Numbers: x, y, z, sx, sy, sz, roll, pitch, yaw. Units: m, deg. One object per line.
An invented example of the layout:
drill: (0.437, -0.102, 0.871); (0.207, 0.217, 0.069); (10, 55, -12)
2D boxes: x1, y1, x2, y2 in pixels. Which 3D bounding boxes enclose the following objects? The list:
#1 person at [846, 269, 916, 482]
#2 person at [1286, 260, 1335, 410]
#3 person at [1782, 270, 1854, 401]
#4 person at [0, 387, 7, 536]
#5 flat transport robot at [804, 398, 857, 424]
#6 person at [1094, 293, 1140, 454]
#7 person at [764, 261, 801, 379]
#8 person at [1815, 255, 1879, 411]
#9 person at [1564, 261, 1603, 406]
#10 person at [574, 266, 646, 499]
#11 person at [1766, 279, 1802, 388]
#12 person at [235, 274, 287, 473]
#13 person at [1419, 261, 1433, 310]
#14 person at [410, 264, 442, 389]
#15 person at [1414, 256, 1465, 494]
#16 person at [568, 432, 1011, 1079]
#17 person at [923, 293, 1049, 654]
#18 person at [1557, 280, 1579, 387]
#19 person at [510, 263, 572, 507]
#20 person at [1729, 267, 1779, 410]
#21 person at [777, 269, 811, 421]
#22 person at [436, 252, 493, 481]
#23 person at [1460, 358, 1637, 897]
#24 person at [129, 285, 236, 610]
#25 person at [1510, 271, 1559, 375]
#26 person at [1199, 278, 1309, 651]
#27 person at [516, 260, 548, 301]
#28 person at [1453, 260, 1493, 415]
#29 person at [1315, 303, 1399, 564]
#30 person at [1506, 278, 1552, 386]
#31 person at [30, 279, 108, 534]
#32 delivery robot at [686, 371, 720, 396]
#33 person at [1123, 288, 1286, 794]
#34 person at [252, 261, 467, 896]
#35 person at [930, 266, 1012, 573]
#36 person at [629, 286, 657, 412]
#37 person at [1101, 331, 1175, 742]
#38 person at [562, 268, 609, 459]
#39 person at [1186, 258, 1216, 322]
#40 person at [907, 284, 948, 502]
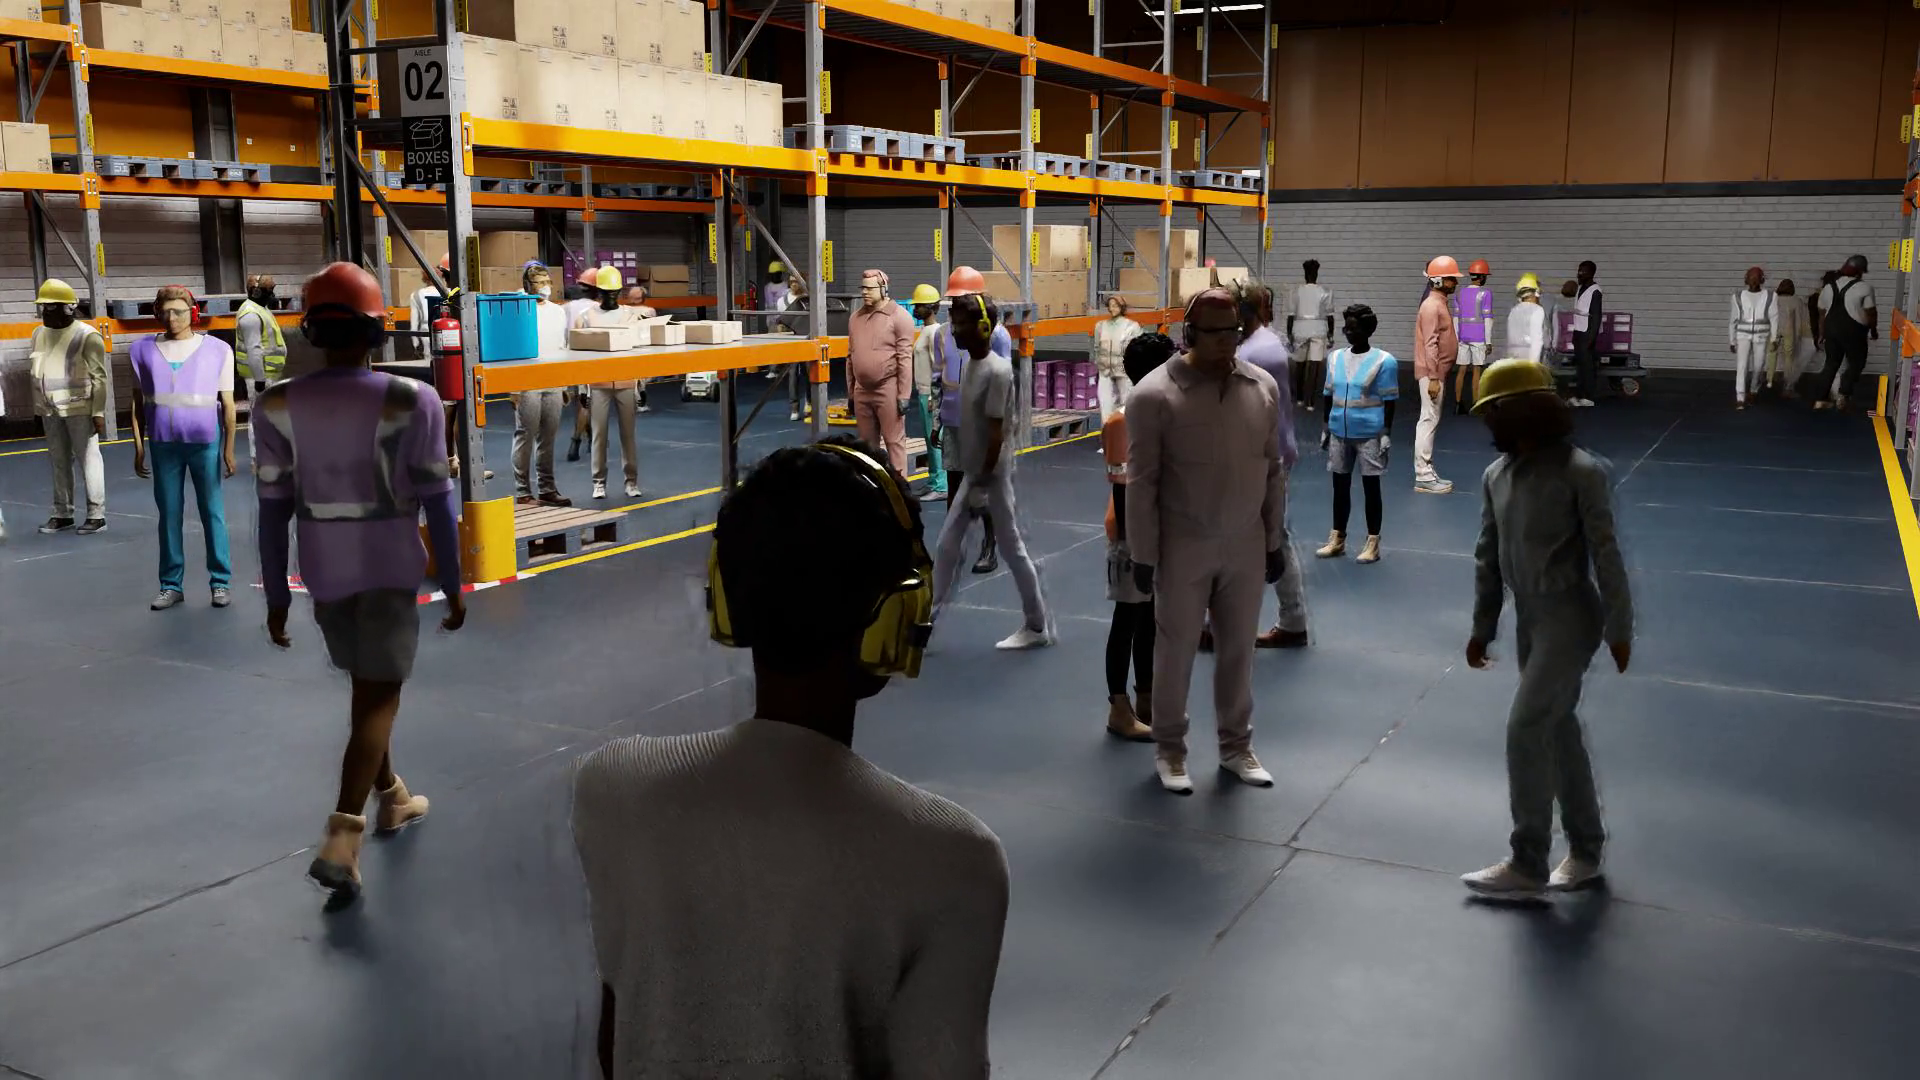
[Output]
person: (-0.651, -1.162, 13.037); (0.636, 1.900, 0.402); (7, 12, 35)
person: (4.584, -2.678, 21.724); (0.607, 1.924, 0.960); (3, 10, 17)
person: (11.852, -2.814, 22.932); (0.646, 1.796, 0.907); (-6, 11, -30)
person: (-6.918, -0.842, 11.435); (0.537, 1.803, 0.645); (3, 10, 15)
flat transport robot: (-1.352, -1.551, 19.970); (0.652, 0.197, 1.431); (2, 10, 12)
person: (1.624, -1.702, 16.956); (0.521, 1.620, 0.677); (5, 11, 29)
person: (-2.900, -3.583, 27.029); (0.593, 1.898, 0.828); (5, 11, 25)
person: (11.391, -2.675, 21.360); (0.604, 2.000, 0.699); (-5, 11, -28)
person: (8.301, -2.723, 22.060); (0.381, 1.894, 0.596); (-1, 10, -3)
person: (-2.870, -1.293, 13.728); (0.582, 1.918, 0.393); (-3, 10, -17)
person: (12.340, -3.092, 24.953); (0.507, 1.631, 0.276); (7, 12, 34)
person: (-6.438, -1.530, 15.360); (0.430, 1.833, 0.632); (-2, 10, -14)
person: (7.420, -3.431, 26.144); (0.408, 1.903, 0.638); (2, 10, 10)
person: (-6.519, -2.486, 20.733); (0.623, 1.879, 0.385); (-1, 10, -5)
person: (4.042, -1.399, 14.108); (0.382, 1.995, 0.612); (4, 10, 20)
person: (-0.166, 0.809, 1.791); (0.547, 1.840, 0.758); (4, 10, 19)
person: (0.054, -0.308, 8.295); (0.961, 1.816, 0.551); (-4, 11, -24)
person: (9.111, -3.092, 25.006); (0.612, 1.621, 0.508); (-4, 10, -21)
person: (-3.337, -1.210, 13.174); (0.376, 1.940, 0.629); (6, 12, 32)
person: (10.346, -2.637, 21.710); (0.579, 1.855, 0.877); (4, 11, 24)
person: (-1.948, -2.378, 20.241); (0.560, 1.830, 0.663); (-1, 10, -4)
person: (-4.457, -1.549, 14.836); (0.379, 2.044, 0.607); (-8, 13, -40)
person: (1.808, 0.286, 5.245); (0.635, 1.692, 0.564); (-2, 10, -14)
person: (-4.419, -0.530, 9.509); (0.567, 1.845, 0.389); (-2, 10, -12)
person: (7.174, -2.454, 20.785); (0.603, 1.799, 0.758); (3, 10, 15)
person: (1.426, -0.377, 8.501); (0.835, 1.895, 0.658); (0, 10, 3)
person: (-5.068, -2.351, 19.799); (0.648, 1.934, 0.433); (9, 13, 42)
person: (6.399, -2.506, 20.683); (0.376, 1.935, 0.550); (-7, 12, -34)
person: (2.595, -0.693, 10.884); (0.540, 1.695, 0.317); (10, 14, 44)
person: (5.693, -1.723, 16.622); (0.531, 1.770, 0.665); (-3, 10, -16)
person: (-6.430, -0.951, 11.975); (0.587, 1.835, 0.404); (3, 10, 14)
delivery robot: (-3.479, -2.211, 22.702); (0.477, 0.478, 0.707); (2, 10, 9)
person: (0.935, 0.009, 6.263); (0.653, 1.894, 0.401); (-4, 10, -20)
person: (-1.958, 0.110, 5.386); (0.616, 2.009, 1.036); (1, 10, 3)
person: (0.049, -0.754, 10.538); (0.553, 1.935, 0.362); (5, 11, 26)
person: (-4.057, -2.381, 20.891); (0.514, 1.614, 0.655); (4, 11, 24)
person: (0.790, -0.021, 6.986); (0.318, 1.700, 0.535); (7, 12, 35)
person: (-3.701, -1.746, 16.489); (0.563, 1.878, 1.016); (1, 10, 8)
person: (3.753, -3.411, 25.956); (1.038, 1.925, 0.742); (-4, 11, -22)
person: (-0.268, -1.194, 13.585); (0.317, 1.767, 0.534); (-2, 10, -10)
